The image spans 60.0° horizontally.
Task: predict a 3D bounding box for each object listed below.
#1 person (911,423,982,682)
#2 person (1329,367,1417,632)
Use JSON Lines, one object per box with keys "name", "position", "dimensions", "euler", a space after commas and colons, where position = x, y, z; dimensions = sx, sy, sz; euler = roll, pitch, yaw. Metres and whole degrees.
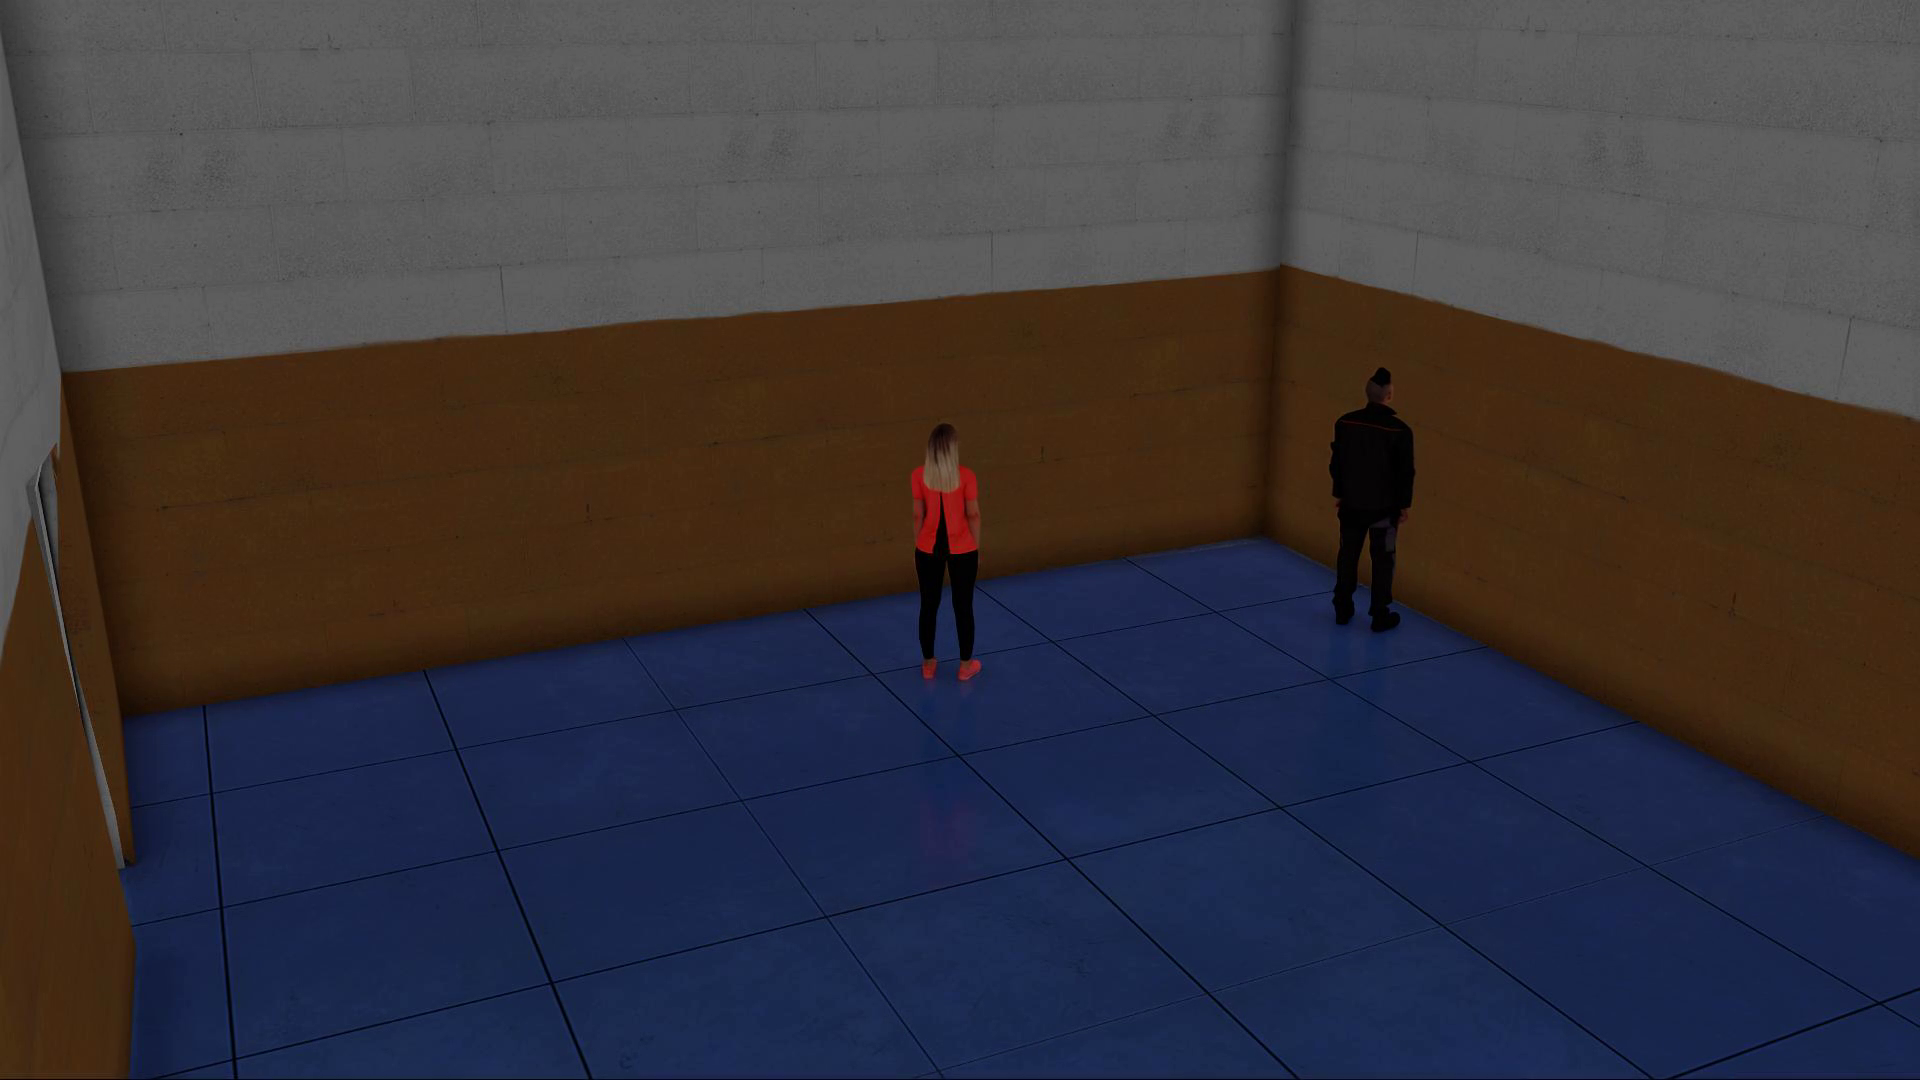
{"name": "person", "position": [-0.091, 0.078, 10.639], "dimensions": [0.652, 1.694, 0.737], "euler": [4, 19, 11]}
{"name": "person", "position": [2.834, -0.300, 11.459], "dimensions": [0.861, 1.862, 0.828], "euler": [13, 23, 34]}
